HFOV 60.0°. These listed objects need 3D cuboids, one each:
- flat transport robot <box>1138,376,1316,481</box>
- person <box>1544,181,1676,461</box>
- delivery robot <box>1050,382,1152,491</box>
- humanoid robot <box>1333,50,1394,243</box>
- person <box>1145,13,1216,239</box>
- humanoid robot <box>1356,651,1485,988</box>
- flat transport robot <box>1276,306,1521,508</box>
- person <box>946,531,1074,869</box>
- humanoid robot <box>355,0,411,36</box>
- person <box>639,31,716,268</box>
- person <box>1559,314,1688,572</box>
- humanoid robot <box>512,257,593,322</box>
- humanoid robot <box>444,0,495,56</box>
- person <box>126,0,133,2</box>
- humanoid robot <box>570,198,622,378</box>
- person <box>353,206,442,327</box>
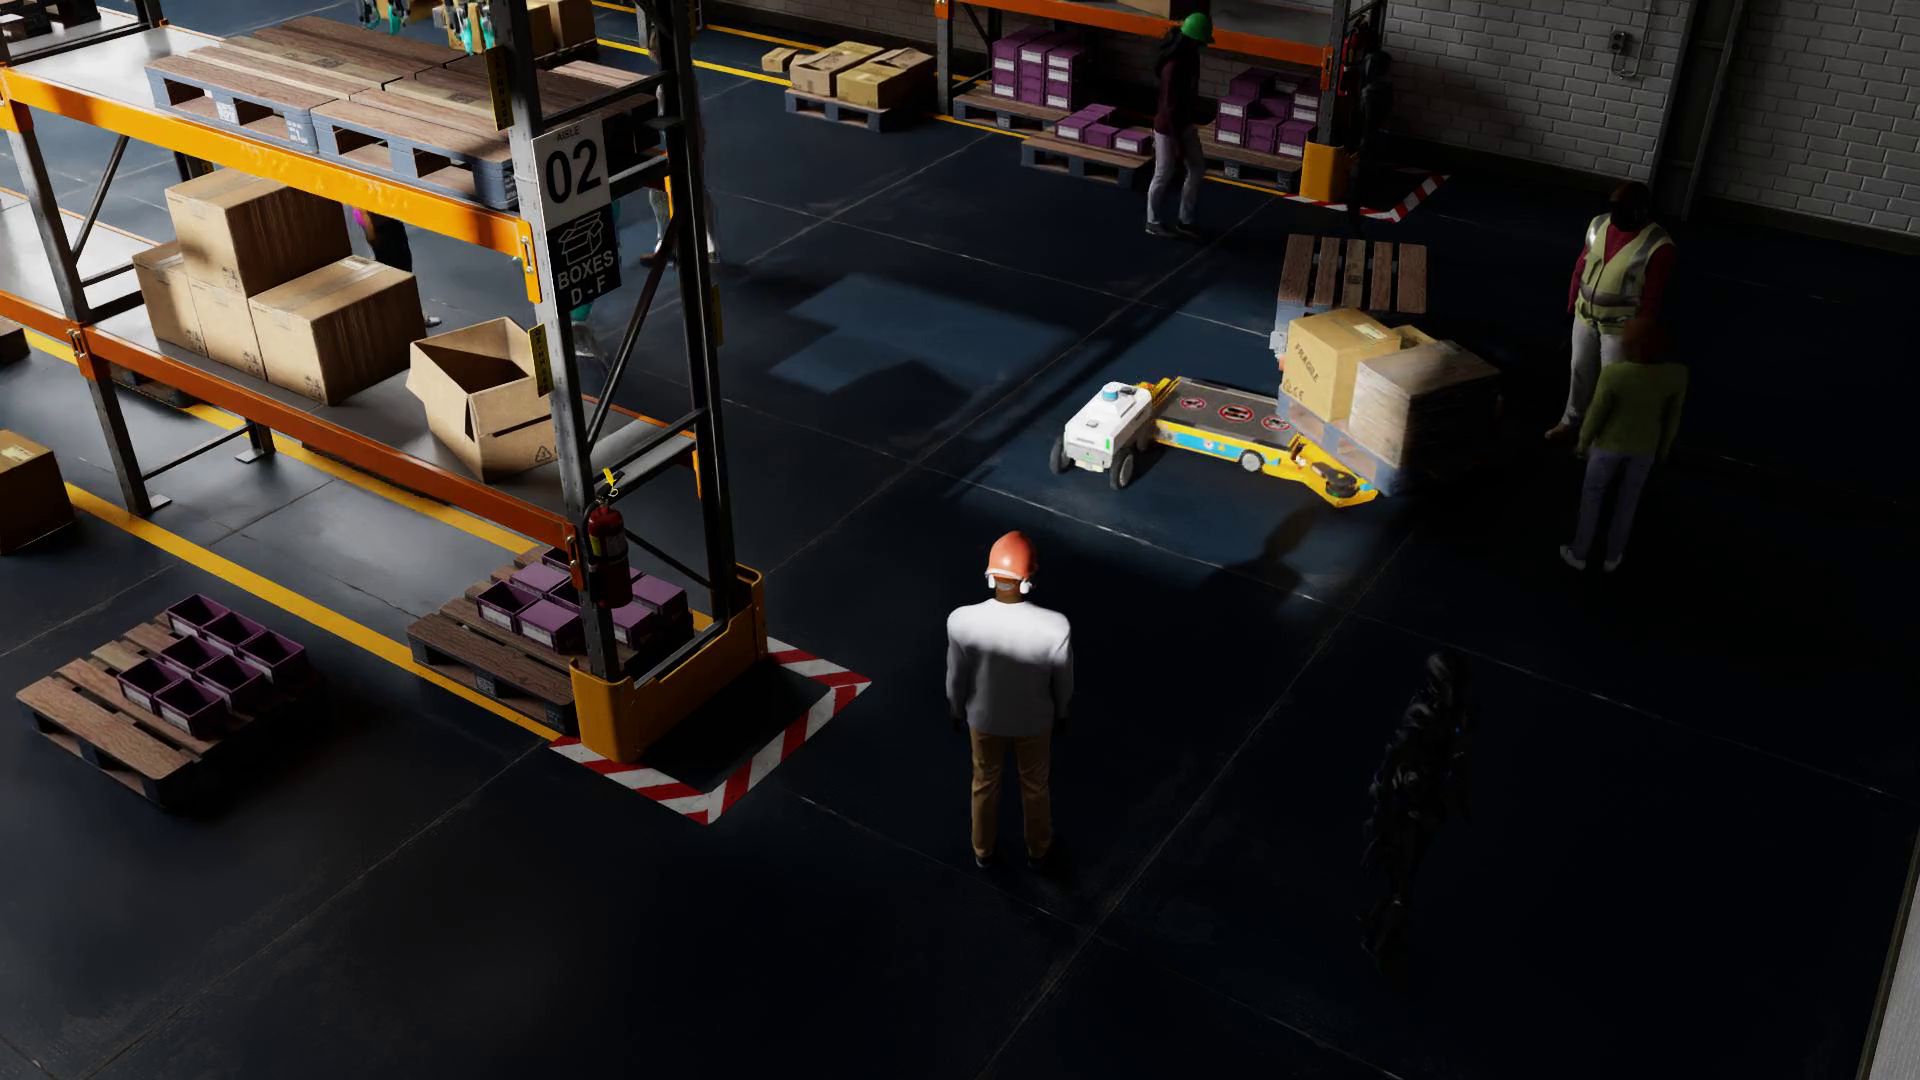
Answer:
[{"bbox_3d":[1.743,-0.763,11.046,1.431,0.231,0.659,17,37,24],"label":"flat transport robot"},{"bbox_3d":[4.124,-1.406,10.605,0.429,1.833,0.635,-20,38,-28],"label":"person"},{"bbox_3d":[0.941,-0.693,10.694,0.499,0.614,0.803,17,37,24],"label":"delivery robot"},{"bbox_3d":[3.243,-3.086,13.326,0.342,1.651,0.608,11,35,17],"label":"humanoid robot"},{"bbox_3d":[1.813,-3.314,13.463,0.697,1.906,0.513,21,39,29],"label":"person"},{"bbox_3d":[1.891,1.116,6.874,0.585,1.645,0.426,-21,38,-29],"label":"humanoid robot"},{"bbox_3d":[2.829,-0.583,10.770,1.431,0.231,0.659,-15,36,-22],"label":"flat transport robot"},{"bbox_3d":[0.223,0.735,7.390,0.561,1.741,0.342,3,33,5],"label":"person"},{"bbox_3d":[-5.878,-5.410,16.876,0.530,1.734,1.036,-14,36,-21],"label":"humanoid robot"},{"bbox_3d":[-2.325,-3.069,13.075,0.743,1.918,0.653,1,33,2],"label":"person"},{"bbox_3d":[3.769,-0.525,9.439,0.533,1.628,0.291,3,33,4],"label":"person"},{"bbox_3d":[-3.080,-2.422,12.257,0.688,1.802,0.555,19,38,27],"label":"humanoid robot"},{"bbox_3d":[-4.723,-5.006,16.257,0.531,1.770,0.877,-10,34,-15],"label":"humanoid robot"},{"bbox_3d":[-9.944,-7.318,19.763,0.751,1.750,0.449,-13,35,-19],"label":"person"},{"bbox_3d":[-2.665,-1.958,11.562,0.766,1.809,0.543,6,33,9],"label":"humanoid robot"},{"bbox_3d":[-4.288,-2.381,12.110,0.666,1.820,0.582,1,33,1],"label":"person"}]
